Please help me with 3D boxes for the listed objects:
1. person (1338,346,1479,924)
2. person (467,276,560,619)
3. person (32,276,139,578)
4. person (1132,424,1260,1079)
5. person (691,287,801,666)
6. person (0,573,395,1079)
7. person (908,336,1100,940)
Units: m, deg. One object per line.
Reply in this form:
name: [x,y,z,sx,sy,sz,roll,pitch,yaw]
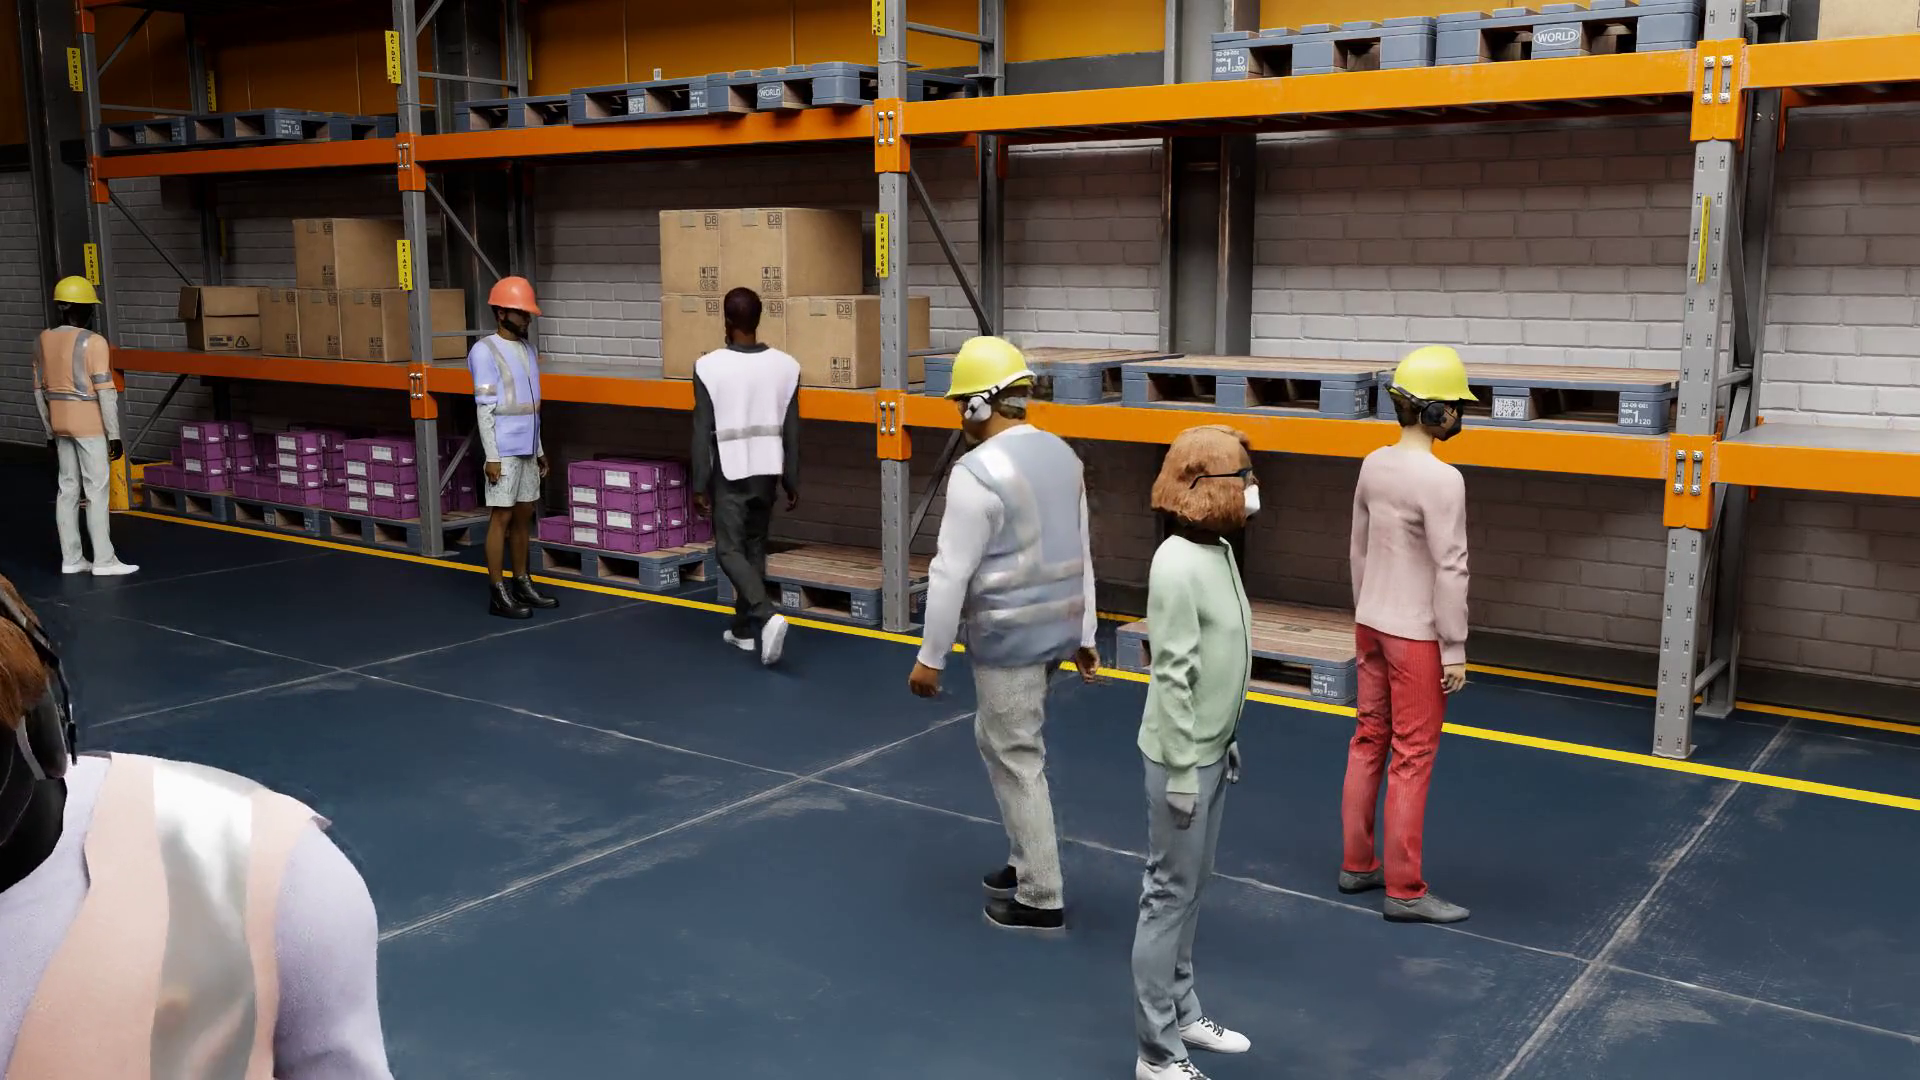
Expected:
person: [1.405,0.287,5.146,0.326,1.767,0.533,-3,10,-17]
person: [-2.536,-0.528,9.497,0.359,1.936,0.544,3,10,18]
person: [-5.611,-0.717,10.647,0.595,1.925,0.371,3,10,18]
person: [0.584,0.532,4.069,0.279,1.636,0.497,4,10,21]
person: [-1.062,-0.325,8.407,0.603,1.894,0.842,-6,11,-34]
person: [-0.808,0.876,1.503,0.658,1.813,0.458,-3,10,-15]
person: [0.142,0.296,5.006,0.542,1.798,0.598,6,11,30]
